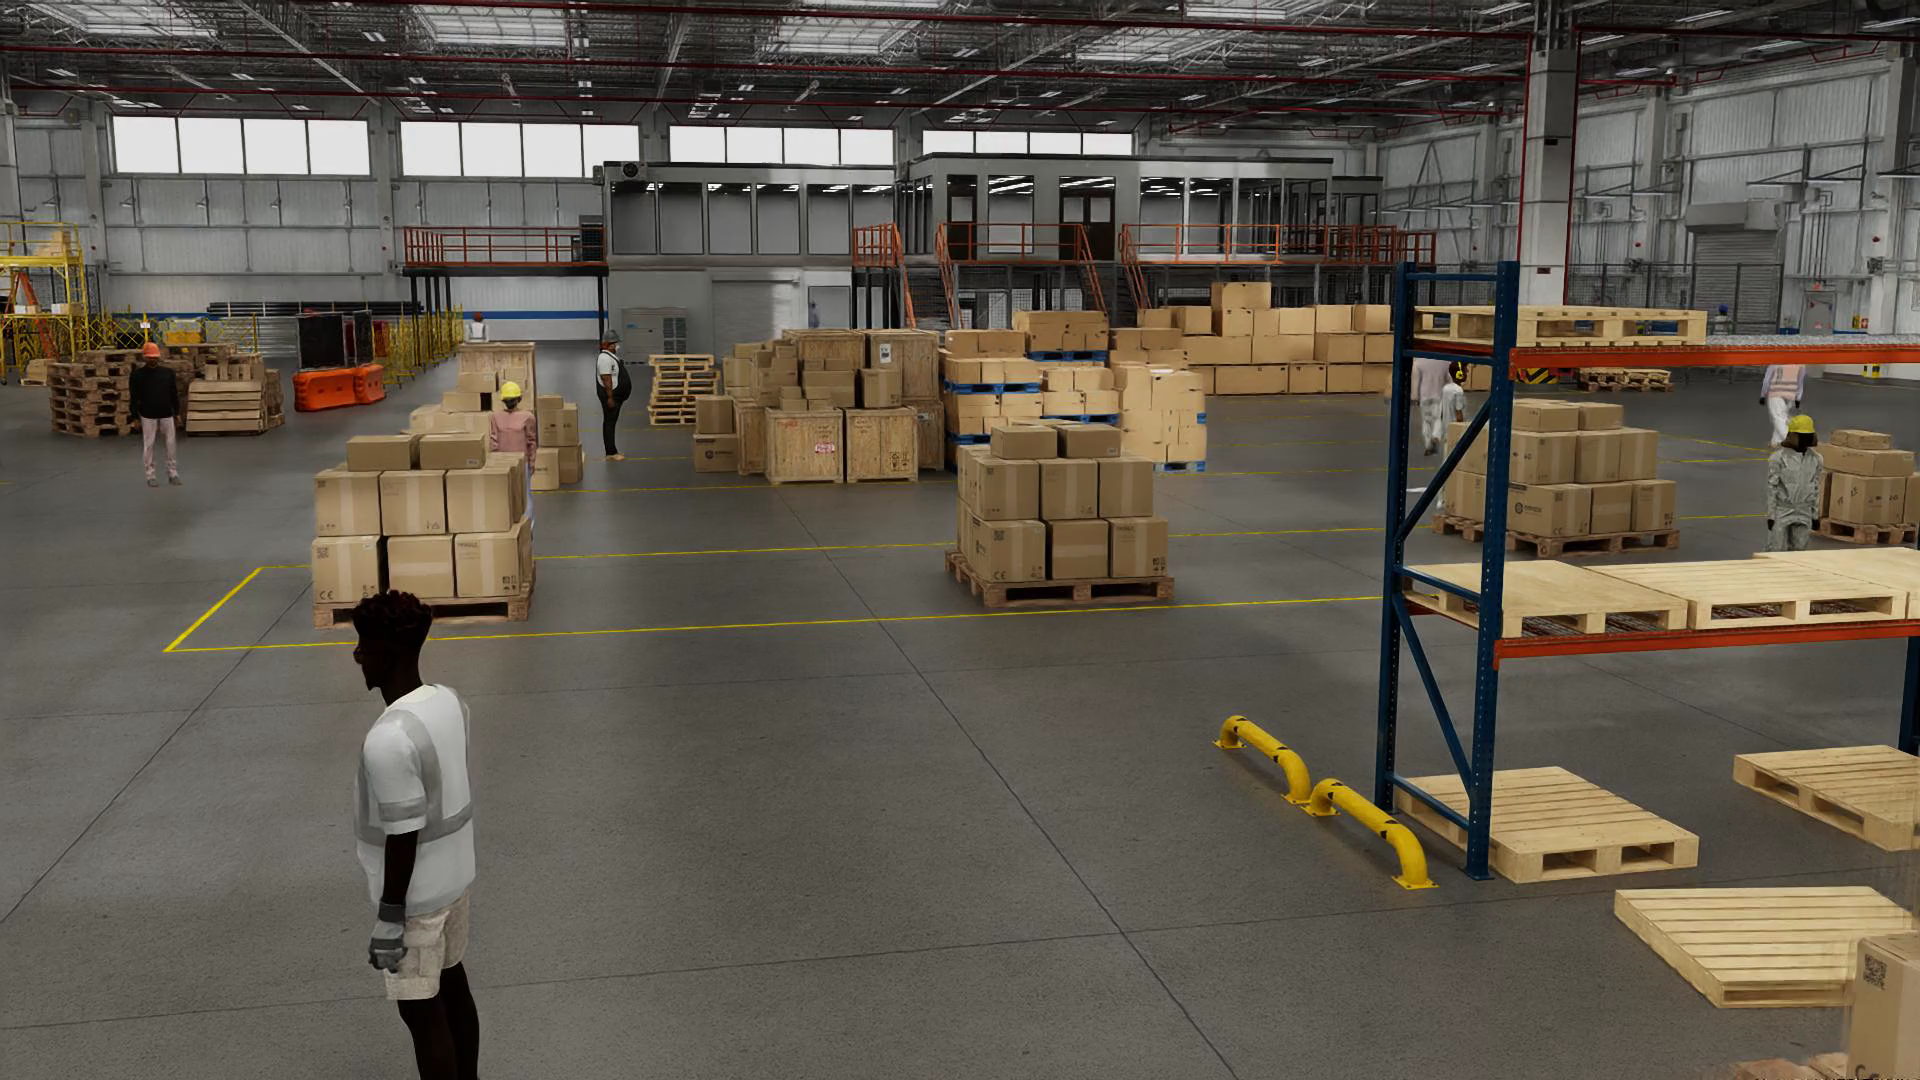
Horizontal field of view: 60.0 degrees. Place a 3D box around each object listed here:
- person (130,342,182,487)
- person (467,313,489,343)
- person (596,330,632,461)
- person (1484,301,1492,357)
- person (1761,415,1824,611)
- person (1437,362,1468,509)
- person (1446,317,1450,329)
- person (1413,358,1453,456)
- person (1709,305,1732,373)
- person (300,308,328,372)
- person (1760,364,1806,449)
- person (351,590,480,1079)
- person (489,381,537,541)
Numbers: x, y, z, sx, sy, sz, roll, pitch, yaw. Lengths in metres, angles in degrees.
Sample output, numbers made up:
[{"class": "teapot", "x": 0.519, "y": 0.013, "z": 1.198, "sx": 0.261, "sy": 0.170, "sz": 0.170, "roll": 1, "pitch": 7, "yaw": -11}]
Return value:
[{"class": "person", "x": -11.026, "y": -1.720, "z": 22.829, "sx": 0.626, "sy": 1.987, "sz": 0.394, "roll": -8, "pitch": 12, "yaw": -40}, {"class": "person", "x": -12.582, "y": -5.021, "z": 43.467, "sx": 0.567, "sy": 1.827, "sz": 1.052, "roll": -2, "pitch": 10, "yaw": -12}, {"class": "person", "x": -5.397, "y": -2.262, "z": 25.962, "sx": 0.537, "sy": 2.000, "sz": 0.679, "roll": -2, "pitch": 9, "yaw": -10}, {"class": "person", "x": 17.533, "y": -6.973, "z": 55.114, "sx": 0.594, "sy": 1.892, "sz": 0.773, "roll": -1, "pitch": 9, "yaw": -4}, {"class": "person", "x": 7.210, "y": -0.214, "z": 14.386, "sx": 0.486, "sy": 1.744, "sz": 0.310, "roll": -1, "pitch": 9, "yaw": -5}, {"class": "person", "x": 6.116, "y": -1.289, "z": 20.549, "sx": 0.329, "sy": 1.873, "sz": 0.514, "roll": -1, "pitch": 9, "yaw": -9}, {"class": "person", "x": 14.875, "y": -6.072, "z": 49.865, "sx": 0.632, "sy": 1.822, "sz": 0.649, "roll": 6, "pitch": 11, "yaw": 34}, {"class": "person", "x": 7.513, "y": -2.275, "z": 26.426, "sx": 0.627, "sy": 1.924, "sz": 0.541, "roll": 4, "pitch": 10, "yaw": 21}, {"class": "person", "x": 21.579, "y": -5.696, "z": 47.230, "sx": 0.416, "sy": 1.936, "sz": 0.693, "roll": -9, "pitch": 13, "yaw": -42}, {"class": "person", "x": -15.744, "y": -4.630, "z": 40.509, "sx": 0.616, "sy": 2.010, "sz": 0.538, "roll": 6, "pitch": 11, "yaw": 31}, {"class": "person", "x": 13.477, "y": -2.351, "z": 27.195, "sx": 0.621, "sy": 1.819, "sz": 0.830, "roll": -1, "pitch": 9, "yaw": -6}, {"class": "person", "x": -1.801, "y": 1.131, "z": 5.506, "sx": 0.363, "sy": 1.963, "sz": 0.612, "roll": 0, "pitch": 9, "yaw": 2}, {"class": "person", "x": -4.891, "y": -0.854, "z": 18.212, "sx": 0.525, "sy": 1.770, "sz": 0.306, "roll": 1, "pitch": 9, "yaw": 5}]
